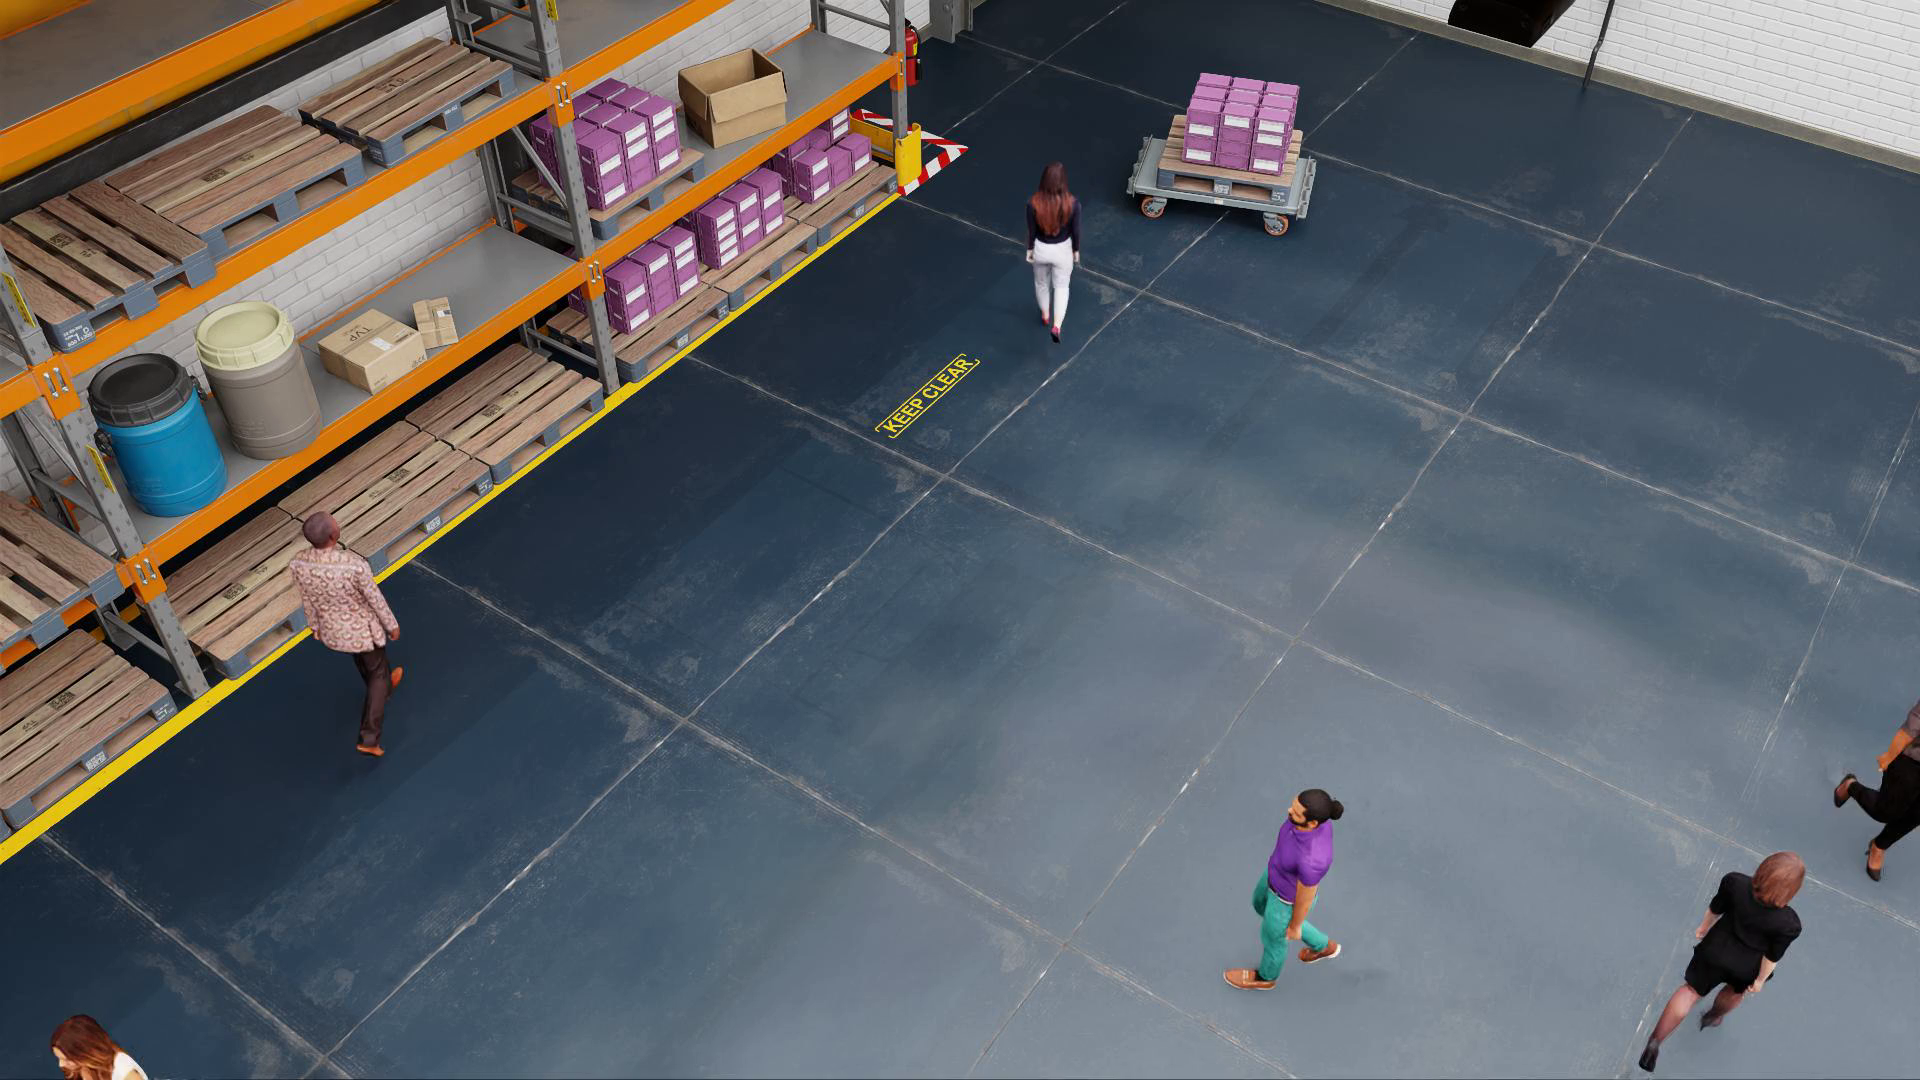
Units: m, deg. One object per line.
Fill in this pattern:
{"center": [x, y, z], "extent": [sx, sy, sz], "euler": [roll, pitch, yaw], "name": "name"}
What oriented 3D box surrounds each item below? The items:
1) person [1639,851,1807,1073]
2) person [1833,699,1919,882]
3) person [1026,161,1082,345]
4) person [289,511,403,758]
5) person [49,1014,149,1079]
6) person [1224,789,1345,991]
{"center": [4.014, 2.245, 8.752], "extent": [1.087, 1.682, 0.785], "euler": [-29, 51, -27], "name": "person"}
{"center": [5.599, 1.244, 9.702], "extent": [0.900, 1.822, 0.993], "euler": [4, 44, 4], "name": "person"}
{"center": [0.747, -2.319, 13.610], "extent": [0.893, 1.591, 1.034], "euler": [2, 44, 2], "name": "person"}
{"center": [-3.828, 0.599, 10.396], "extent": [1.019, 1.799, 1.237], "euler": [7, 44, 7], "name": "person"}
{"center": [-3.935, 2.764, 8.155], "extent": [0.752, 1.755, 1.048], "euler": [17, 46, 17], "name": "person"}
{"center": [1.884, 1.912, 9.046], "extent": [0.928, 1.760, 0.932], "euler": [4, 44, 4], "name": "person"}
